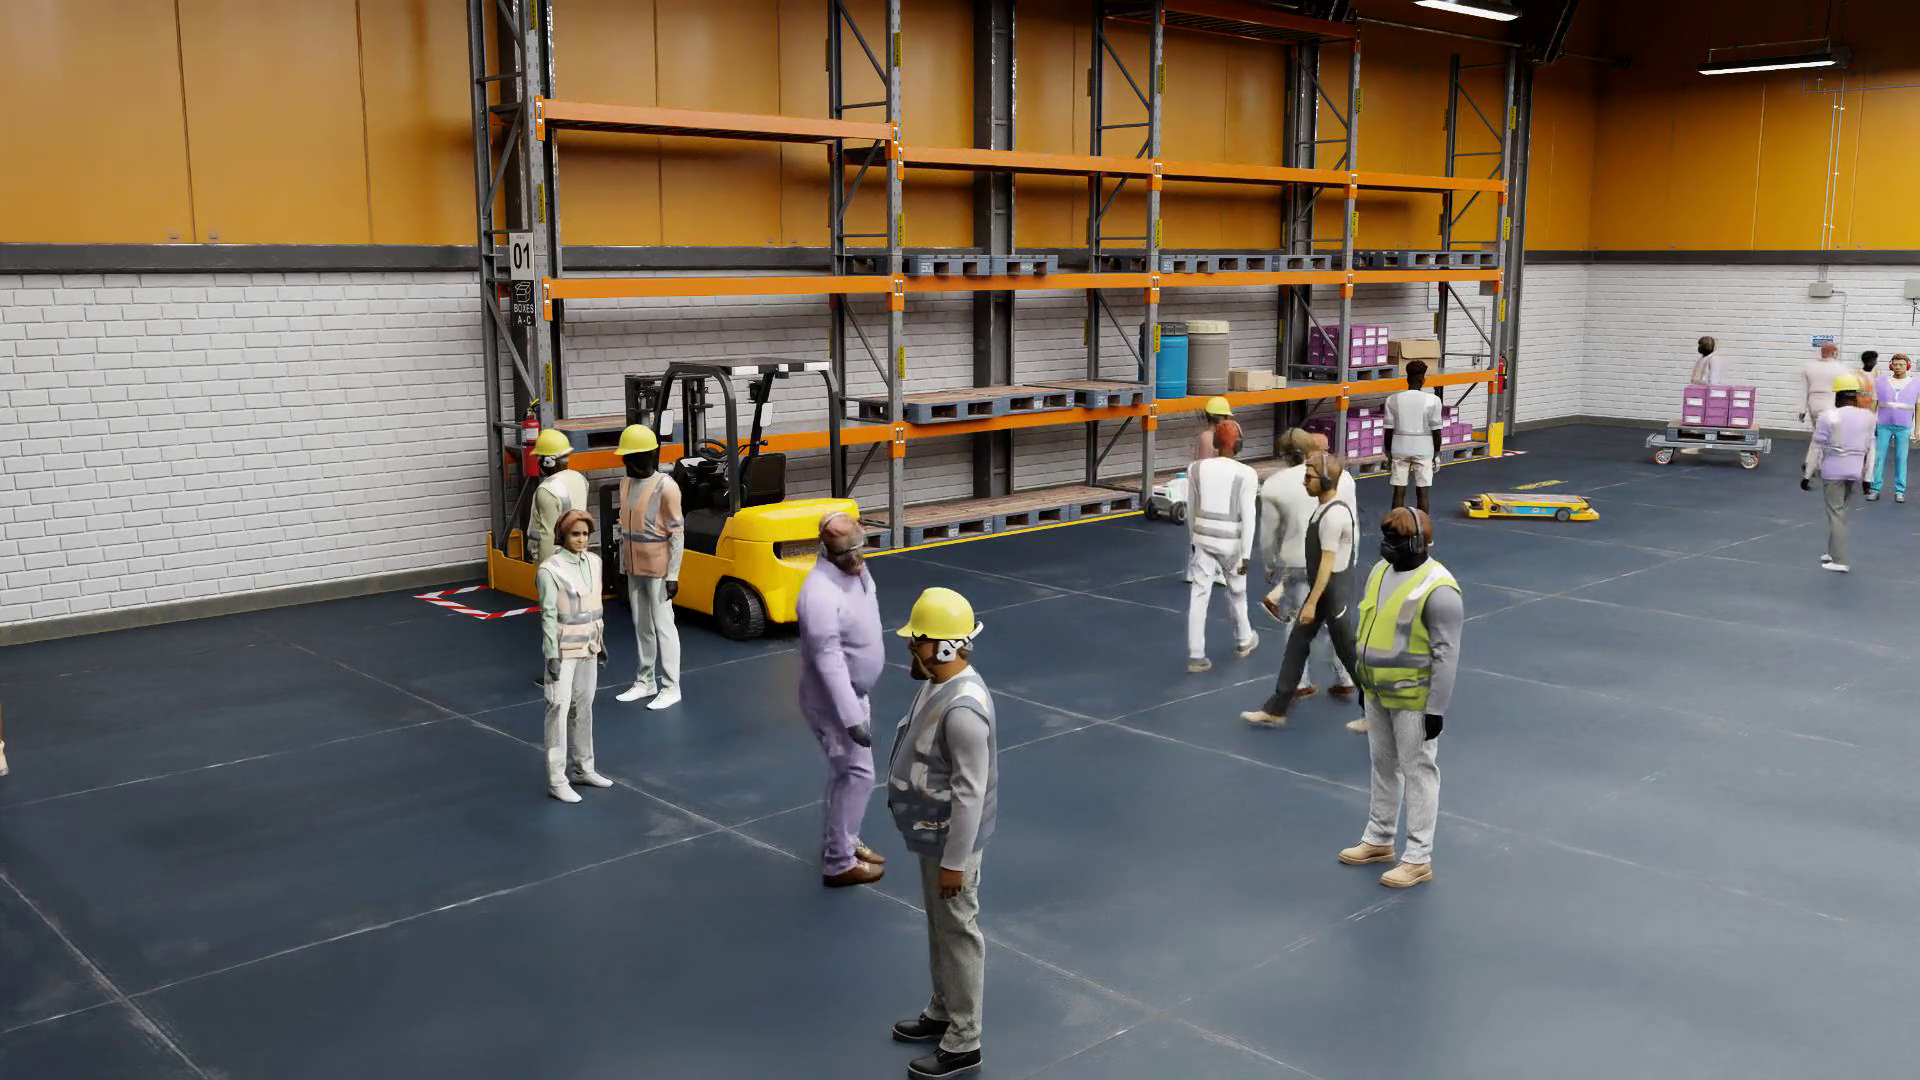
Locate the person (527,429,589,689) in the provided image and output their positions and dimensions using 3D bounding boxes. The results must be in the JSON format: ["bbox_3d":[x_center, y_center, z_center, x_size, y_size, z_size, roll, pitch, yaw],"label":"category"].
[{"bbox_3d":[-2.835,0.129,11.728,0.404,1.834,0.589,2,10,11],"label":"person"}]

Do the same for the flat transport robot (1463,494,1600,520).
[{"bbox_3d":[6.637,-0.394,19.360,1.431,0.197,0.652,2,10,10],"label":"flat transport robot"}]

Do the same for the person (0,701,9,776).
[{"bbox_3d":[-5.769,0.417,9.465,0.398,2.030,0.615,0,10,-1],"label":"person"}]

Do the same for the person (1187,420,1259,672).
[{"bbox_3d":[1.943,0.027,12.329,0.594,1.831,0.982,6,11,30],"label":"person"}]

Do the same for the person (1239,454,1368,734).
[{"bbox_3d":[2.325,0.352,10.547,0.962,1.803,0.533,0,10,0],"label":"person"}]

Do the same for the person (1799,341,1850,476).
[{"bbox_3d":[11.982,-1.823,23.077,0.959,1.871,0.644,-6,11,-31],"label":"person"}]

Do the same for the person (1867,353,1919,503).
[{"bbox_3d":[11.557,-1.388,20.571,0.570,1.845,0.380,6,11,31],"label":"person"}]

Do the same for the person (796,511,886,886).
[{"bbox_3d":[-0.554,0.762,7.965,0.414,1.864,0.673,2,10,10],"label":"person"}]

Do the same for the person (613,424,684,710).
[{"bbox_3d":[-2.106,0.180,11.165,0.593,1.922,0.384,8,13,41],"label":"person"}]

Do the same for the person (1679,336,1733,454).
[{"bbox_3d":[11.450,-2.205,25.419,0.671,1.827,0.636,0,10,0],"label":"person"}]

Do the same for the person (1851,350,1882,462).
[{"bbox_3d":[13.281,-1.959,24.410,0.549,1.670,0.442,-2,10,-10],"label":"person"}]

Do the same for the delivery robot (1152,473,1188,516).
[{"bbox_3d":[2.532,-0.527,19.034,0.707,0.478,0.477,-8,12,-38],"label":"delivery robot"}]

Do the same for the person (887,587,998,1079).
[{"bbox_3d":[-0.067,1.077,6.183,0.403,1.833,0.586,-2,10,-10],"label":"person"}]

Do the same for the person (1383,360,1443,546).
[{"bbox_3d":[4.732,-0.901,17.392,0.603,1.958,0.380,4,11,24],"label":"person"}]

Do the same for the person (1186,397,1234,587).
[{"bbox_3d":[2.370,-0.434,15.254,0.628,1.740,0.559,2,10,13],"label":"person"}]

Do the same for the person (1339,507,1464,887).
[{"bbox_3d":[2.135,0.750,8.072,0.430,1.845,0.621,-4,10,-20],"label":"person"}]

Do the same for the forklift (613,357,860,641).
[{"bbox_3d":[-1.847,-0.414,13.852,1.214,2.155,2.313,-9,13,-42],"label":"forklift"}]

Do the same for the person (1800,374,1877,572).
[{"bbox_3d":[8.483,-0.660,16.160,0.588,1.904,0.721,-2,10,-11],"label":"person"}]

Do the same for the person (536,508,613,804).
[{"bbox_3d":[-2.167,0.635,9.341,0.313,1.637,0.513,4,11,24],"label":"person"}]

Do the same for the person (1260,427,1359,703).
[{"bbox_3d":[2.371,0.187,11.254,0.706,1.889,0.423,1,10,5],"label":"person"}]

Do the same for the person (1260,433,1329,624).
[{"bbox_3d":[2.754,-0.074,13.548,0.450,1.608,0.541,2,10,9],"label":"person"}]
